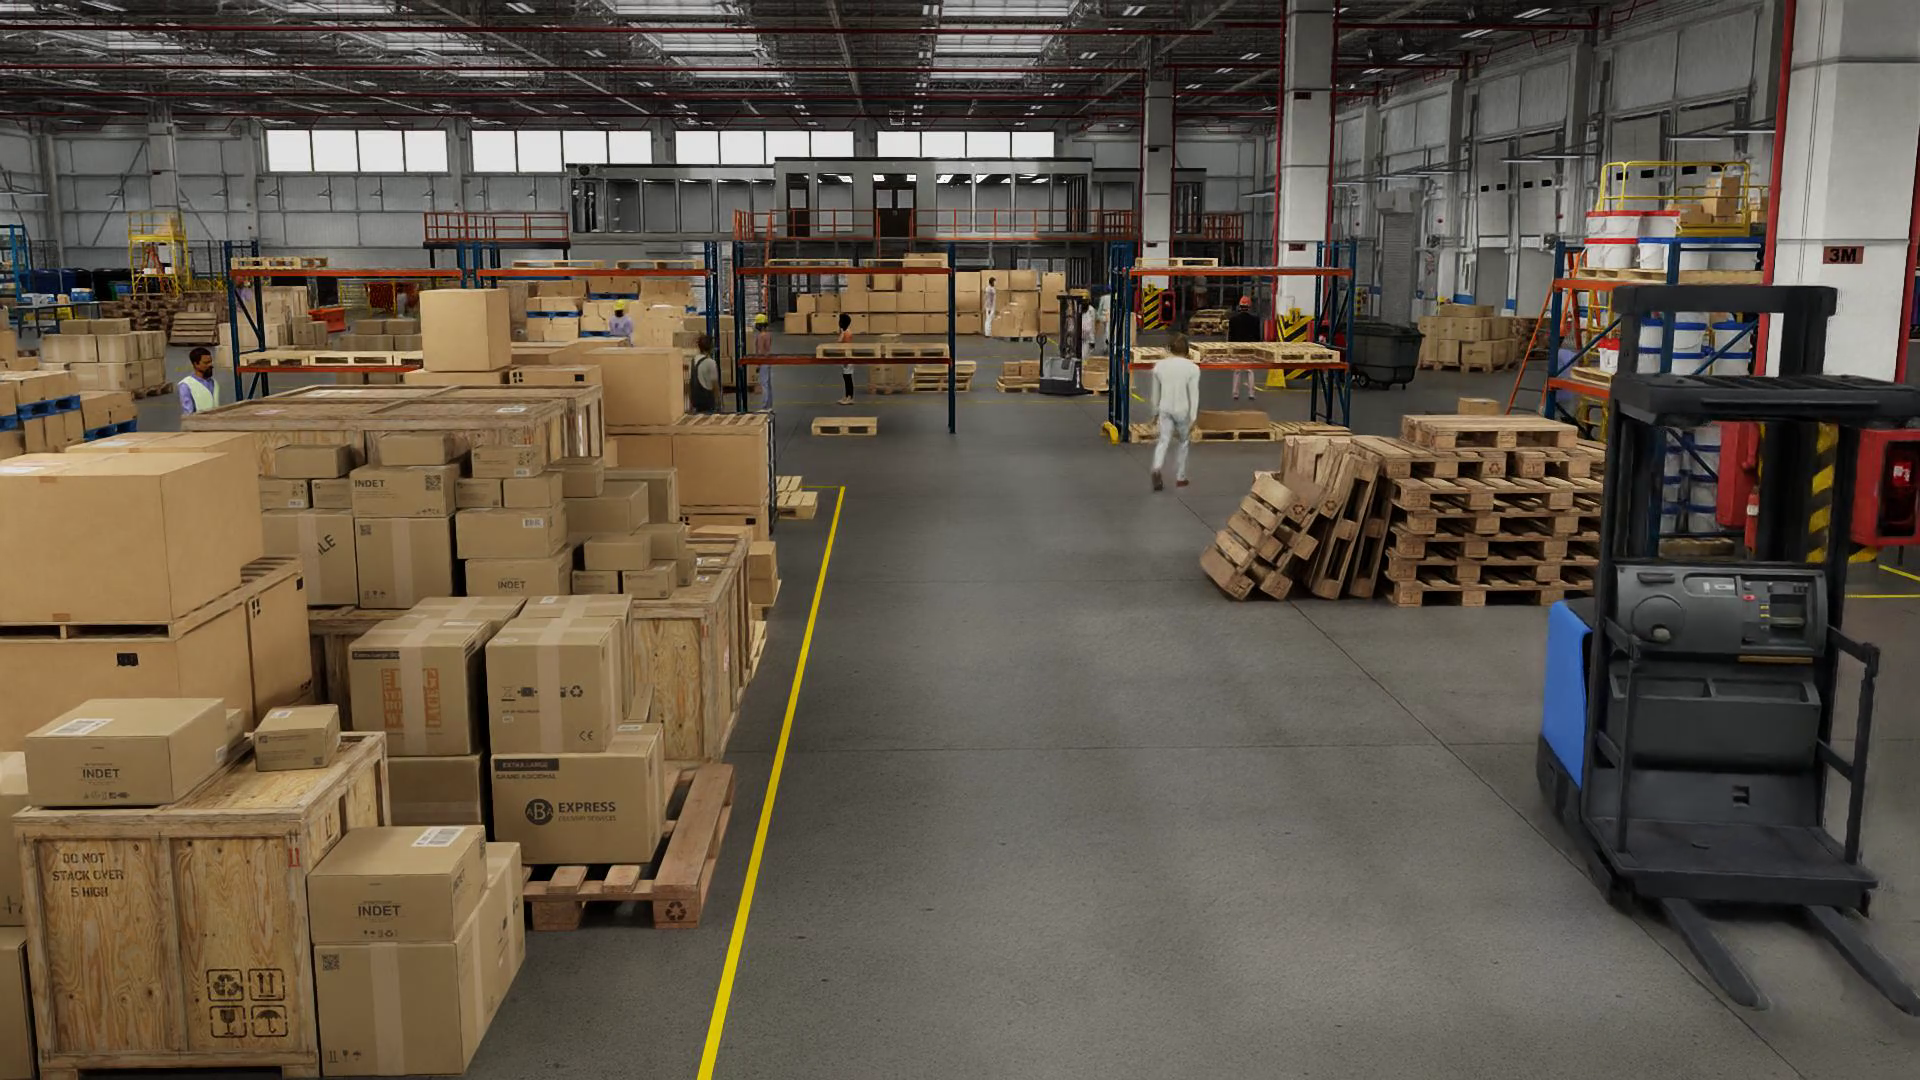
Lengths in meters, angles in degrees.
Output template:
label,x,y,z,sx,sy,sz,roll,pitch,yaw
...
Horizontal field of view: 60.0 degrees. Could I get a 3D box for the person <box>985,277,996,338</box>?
label,x,y,z,sx,sy,sz,roll,pitch,yaw
person,0.967,-7.311,52.377,0.368,1.932,0.623,2,10,12

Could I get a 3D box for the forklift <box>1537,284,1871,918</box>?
label,x,y,z,sx,sy,sz,roll,pitch,yaw
forklift,3.616,0.151,8.138,1.129,2.768,1.873,1,10,8

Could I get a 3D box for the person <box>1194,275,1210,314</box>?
label,x,y,z,sx,sy,sz,roll,pitch,yaw
person,9.971,-10.232,68.611,0.645,1.936,1.047,8,13,39

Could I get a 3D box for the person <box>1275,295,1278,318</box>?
label,x,y,z,sx,sy,sz,roll,pitch,yaw
person,8.906,-6.244,46.573,0.971,1.888,0.594,-7,12,-33

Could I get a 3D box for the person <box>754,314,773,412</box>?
label,x,y,z,sx,sy,sz,roll,pitch,yaw
person,-3.486,-3.113,29.422,0.308,1.772,0.525,2,10,11

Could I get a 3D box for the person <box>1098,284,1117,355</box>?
label,x,y,z,sx,sy,sz,roll,pitch,yaw
person,4.055,-5.925,44.762,0.631,1.882,0.818,5,11,24

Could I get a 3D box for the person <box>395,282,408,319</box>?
label,x,y,z,sx,sy,sz,roll,pitch,yaw
person,-16.371,-6.640,48.851,0.516,1.855,0.453,8,13,37

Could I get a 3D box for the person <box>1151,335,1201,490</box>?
label,x,y,z,sx,sy,sz,roll,pitch,yaw
person,2.599,-1.549,20.376,0.649,1.907,0.907,5,11,27

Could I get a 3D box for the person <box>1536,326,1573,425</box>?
label,x,y,z,sx,sy,sz,roll,pitch,yaw
person,8.170,-2.019,22.977,0.550,1.884,0.988,-7,12,-35

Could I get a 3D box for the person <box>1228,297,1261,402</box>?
label,x,y,z,sx,sy,sz,roll,pitch,yaw
person,5.396,-3.616,31.591,0.610,1.996,0.379,2,10,10

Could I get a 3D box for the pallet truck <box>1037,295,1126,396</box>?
label,x,y,z,sx,sy,sz,roll,pitch,yaw
pallet truck,2.483,-3.881,33.060,1.885,1.965,0.823,-7,13,-36

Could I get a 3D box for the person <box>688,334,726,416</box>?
label,x,y,z,sx,sy,sz,roll,pitch,yaw
person,-3.281,-1.817,22.055,0.777,1.816,0.528,-10,14,-43

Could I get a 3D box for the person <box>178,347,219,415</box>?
label,x,y,z,sx,sy,sz,roll,pitch,yaw
person,-8.075,-1.095,17.761,0.392,1.920,0.587,1,10,7

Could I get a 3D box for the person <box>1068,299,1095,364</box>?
label,x,y,z,sx,sy,sz,roll,pitch,yaw
person,2.643,-4.219,35.426,0.641,1.817,0.642,-9,14,-43

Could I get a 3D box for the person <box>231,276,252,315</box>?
label,x,y,z,sx,sy,sz,roll,pitch,yaw
person,-21.326,-6.840,49.467,0.610,2.030,0.664,0,10,-1

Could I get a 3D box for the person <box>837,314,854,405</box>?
label,x,y,z,sx,sy,sz,roll,pitch,yaw
person,-2.134,-3.364,31.018,0.318,1.697,0.533,-2,10,-13

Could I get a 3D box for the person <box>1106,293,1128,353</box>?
label,x,y,z,sx,sy,sz,roll,pitch,yaw
person,3.498,-4.522,36.877,0.582,1.917,0.421,-3,11,-15

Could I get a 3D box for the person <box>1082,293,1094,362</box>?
label,x,y,z,sx,sy,sz,roll,pitch,yaw
person,3.140,-5.356,41.987,0.485,1.744,0.295,8,13,36

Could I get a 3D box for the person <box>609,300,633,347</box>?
label,x,y,z,sx,sy,sz,roll,pitch,yaw
person,-6.870,-3.922,33.675,0.598,1.862,1.000,4,11,23
